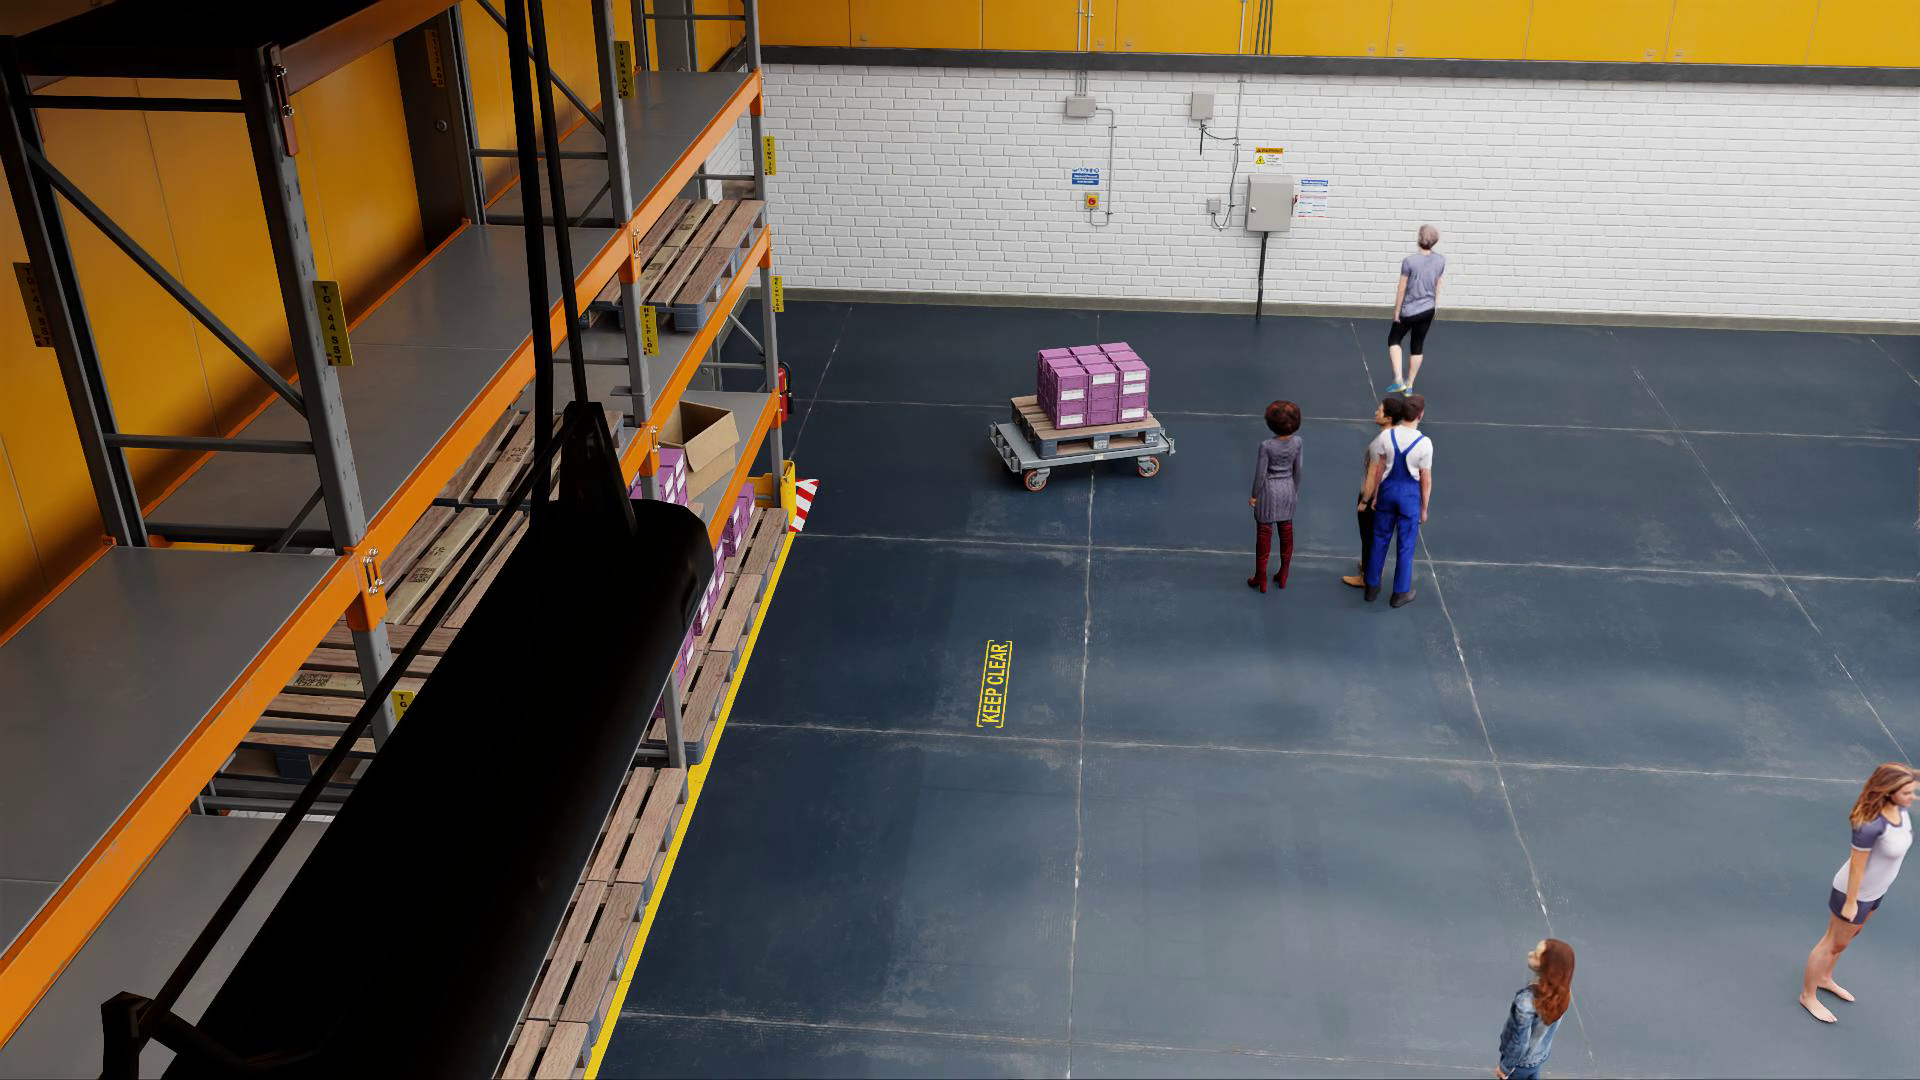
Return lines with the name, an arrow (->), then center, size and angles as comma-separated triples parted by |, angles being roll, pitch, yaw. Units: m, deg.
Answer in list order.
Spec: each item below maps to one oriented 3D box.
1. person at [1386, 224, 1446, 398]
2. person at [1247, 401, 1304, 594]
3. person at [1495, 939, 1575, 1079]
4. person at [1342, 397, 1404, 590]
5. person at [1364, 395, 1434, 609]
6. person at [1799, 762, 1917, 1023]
person -> 4.797, -2.346, 17.374 | 0.738, 1.874, 0.743 | -4, 29, -7
person -> 2.648, -0.363, 13.908 | 0.647, 1.712, 0.616 | -8, 30, -14
person -> 2.944, 2.649, 8.630 | 0.627, 1.478, 0.701 | -25, 37, -38
person -> 3.512, -0.408, 13.976 | 0.749, 1.726, 0.657 | 23, 36, 35
person -> 3.613, -0.331, 13.707 | 0.720, 1.849, 0.724 | 17, 33, 28
person -> 5.171, 2.016, 9.585 | 0.680, 1.675, 0.740 | -22, 35, -34
